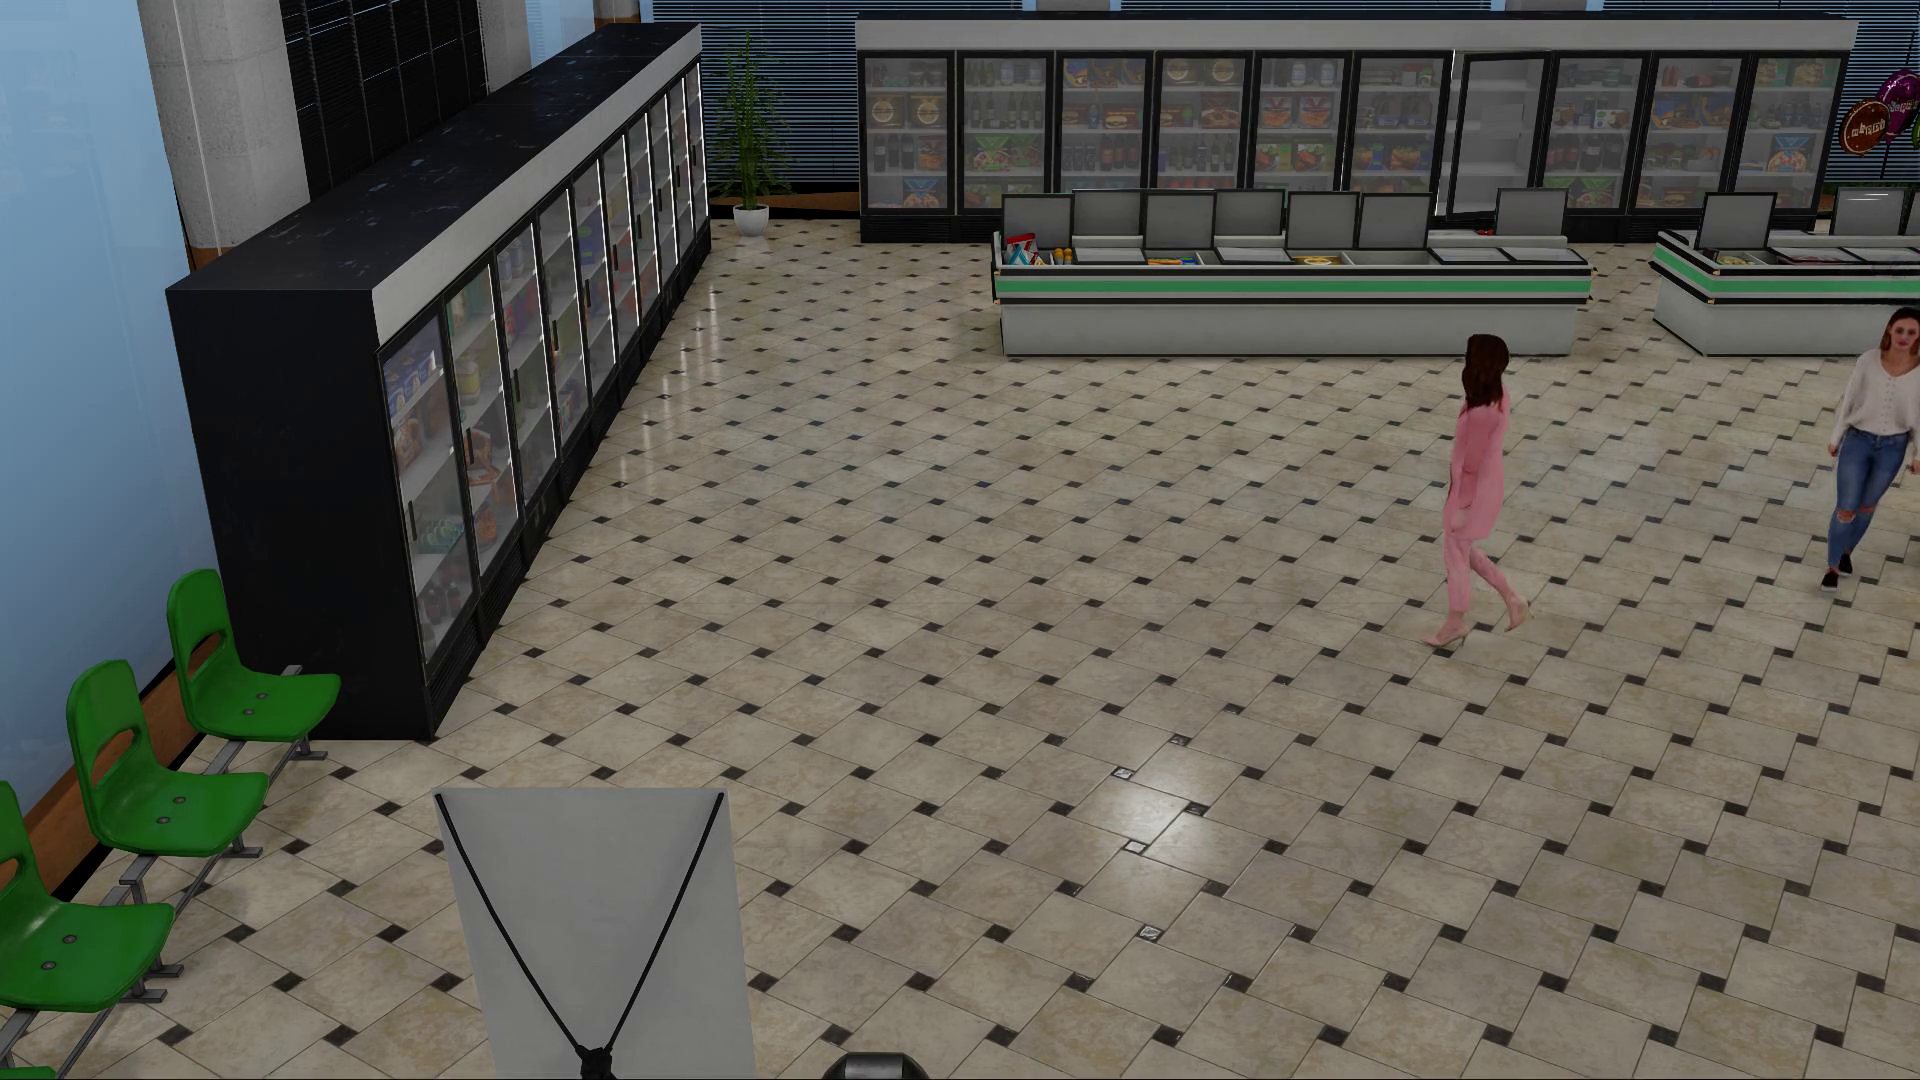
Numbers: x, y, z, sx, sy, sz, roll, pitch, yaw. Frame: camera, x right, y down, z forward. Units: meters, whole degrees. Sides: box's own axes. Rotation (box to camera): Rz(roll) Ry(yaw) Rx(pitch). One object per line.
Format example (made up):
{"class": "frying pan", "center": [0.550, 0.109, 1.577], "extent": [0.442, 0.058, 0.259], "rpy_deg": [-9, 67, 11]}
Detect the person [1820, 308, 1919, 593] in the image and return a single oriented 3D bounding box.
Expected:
{"class": "person", "center": [5.349, -0.554, 9.749], "extent": [0.897, 1.670, 0.891], "rpy_deg": [10, 25, 21]}

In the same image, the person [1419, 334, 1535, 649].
{"class": "person", "center": [2.811, -0.204, 8.799], "extent": [0.923, 1.789, 0.807], "rpy_deg": [10, 26, 23]}
